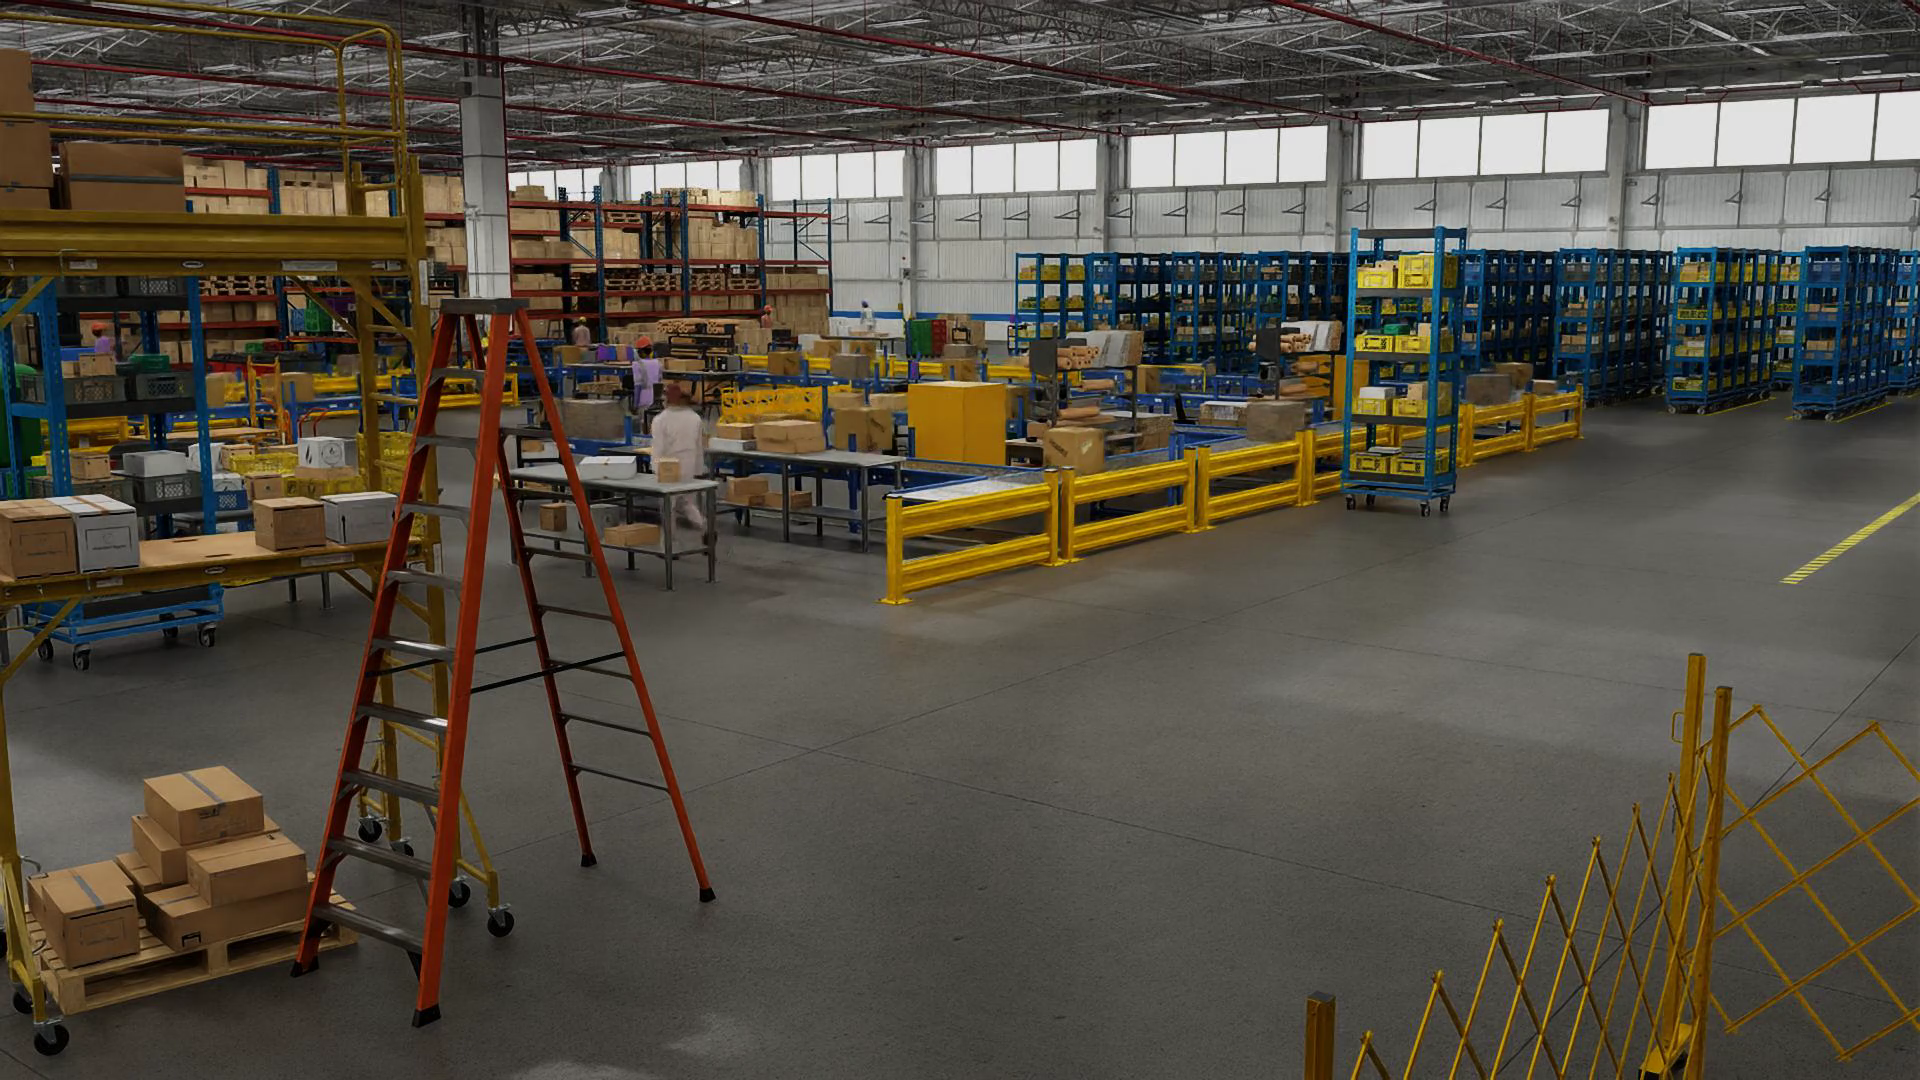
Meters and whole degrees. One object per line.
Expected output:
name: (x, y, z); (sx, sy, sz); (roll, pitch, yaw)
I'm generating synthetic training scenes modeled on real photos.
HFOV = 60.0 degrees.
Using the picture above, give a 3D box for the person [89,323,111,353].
person: (-19.898, -4.056, 38.411); (0.568, 1.901, 0.886); (7, 11, 36)

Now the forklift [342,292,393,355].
forklift: (-16.485, -5.622, 45.120); (1.129, 2.768, 1.873); (7, 11, 37)

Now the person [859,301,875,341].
person: (-3.820, -8.895, 68.583); (0.627, 1.896, 0.717); (-7, 11, -36)

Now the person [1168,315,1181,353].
person: (7.101, -6.605, 54.646); (0.587, 1.803, 0.892); (4, 10, 26)

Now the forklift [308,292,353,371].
forklift: (-17.798, -6.100, 48.103); (1.129, 2.768, 1.873); (7, 11, 37)

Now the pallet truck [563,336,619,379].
pallet truck: (-10.690, -5.294, 48.215); (1.601, 1.201, 0.680); (-5, 10, -26)

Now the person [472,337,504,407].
person: (-9.230, -3.069, 32.531); (0.589, 1.811, 0.793); (-4, 10, -22)

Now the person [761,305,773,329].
person: (-6.374, -6.784, 55.127); (0.380, 1.994, 0.618); (3, 10, 20)

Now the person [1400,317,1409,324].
person: (14.111, -6.227, 52.325); (0.586, 1.803, 0.982); (5, 10, 28)

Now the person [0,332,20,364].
person: (-23.750, -4.424, 41.517); (0.279, 1.635, 0.507); (8, 12, 41)

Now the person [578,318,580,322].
person: (-14.532, -8.156, 64.354); (0.613, 1.783, 0.925); (6, 11, 33)

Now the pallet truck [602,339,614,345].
pallet truck: (-8.991, -4.871, 45.351); (0.653, 1.274, 1.630); (7, 11, 37)

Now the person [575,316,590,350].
person: (-11.410, -5.895, 50.330); (0.539, 1.753, 0.410); (3, 10, 20)

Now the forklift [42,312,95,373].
forklift: (-23.779, -5.451, 44.052); (1.873, 2.768, 1.129); (7, 11, 36)

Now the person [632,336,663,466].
person: (-4.957, -2.188, 26.287); (0.396, 2.044, 0.609); (6, 11, 34)

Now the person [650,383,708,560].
person: (-2.953, -0.710, 17.543); (0.621, 1.894, 0.650); (8, 12, 40)
